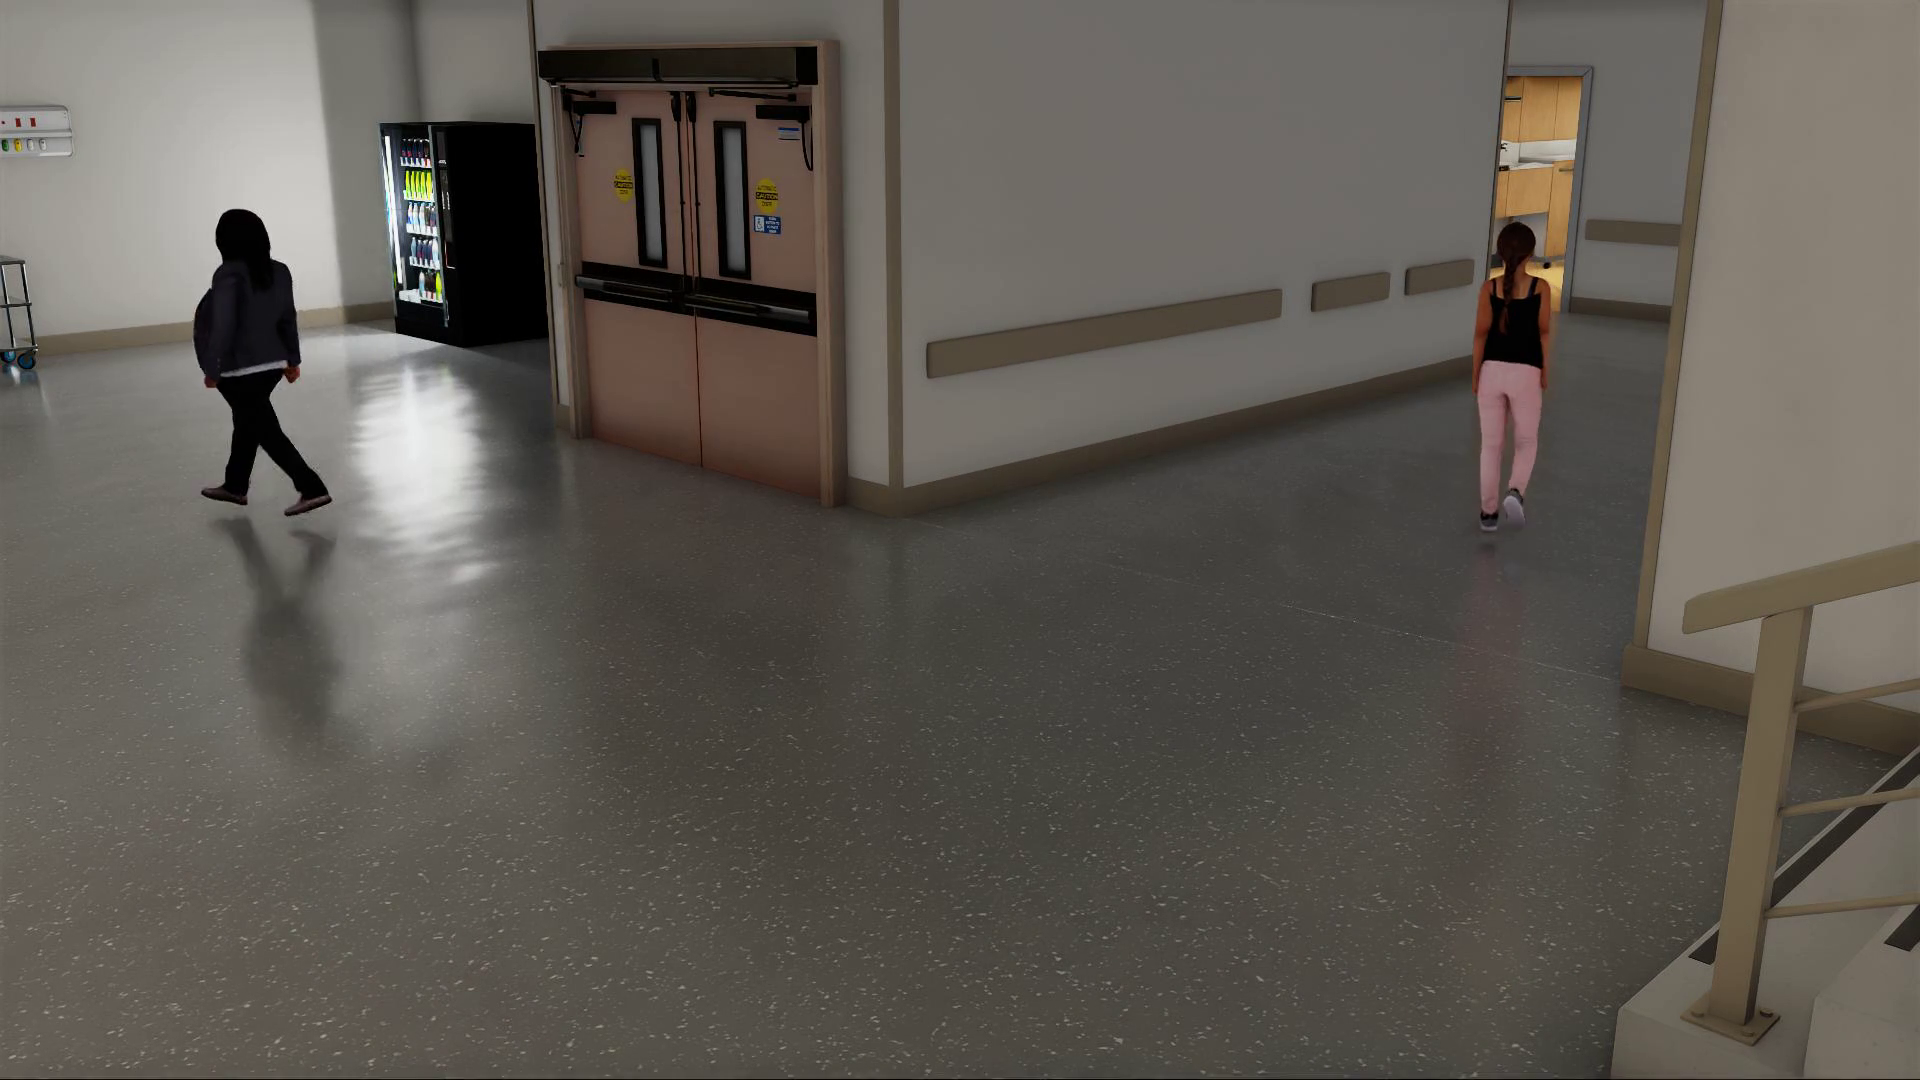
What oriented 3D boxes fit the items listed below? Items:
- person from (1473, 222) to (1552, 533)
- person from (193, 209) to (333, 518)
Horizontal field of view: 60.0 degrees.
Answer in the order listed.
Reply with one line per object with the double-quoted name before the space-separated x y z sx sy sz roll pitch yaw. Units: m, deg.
"person" 2.721 -0.774 8.217 0.769 1.552 0.751 6 17 19
"person" -3.576 -0.869 8.536 1.175 1.561 1.048 2 16 8
